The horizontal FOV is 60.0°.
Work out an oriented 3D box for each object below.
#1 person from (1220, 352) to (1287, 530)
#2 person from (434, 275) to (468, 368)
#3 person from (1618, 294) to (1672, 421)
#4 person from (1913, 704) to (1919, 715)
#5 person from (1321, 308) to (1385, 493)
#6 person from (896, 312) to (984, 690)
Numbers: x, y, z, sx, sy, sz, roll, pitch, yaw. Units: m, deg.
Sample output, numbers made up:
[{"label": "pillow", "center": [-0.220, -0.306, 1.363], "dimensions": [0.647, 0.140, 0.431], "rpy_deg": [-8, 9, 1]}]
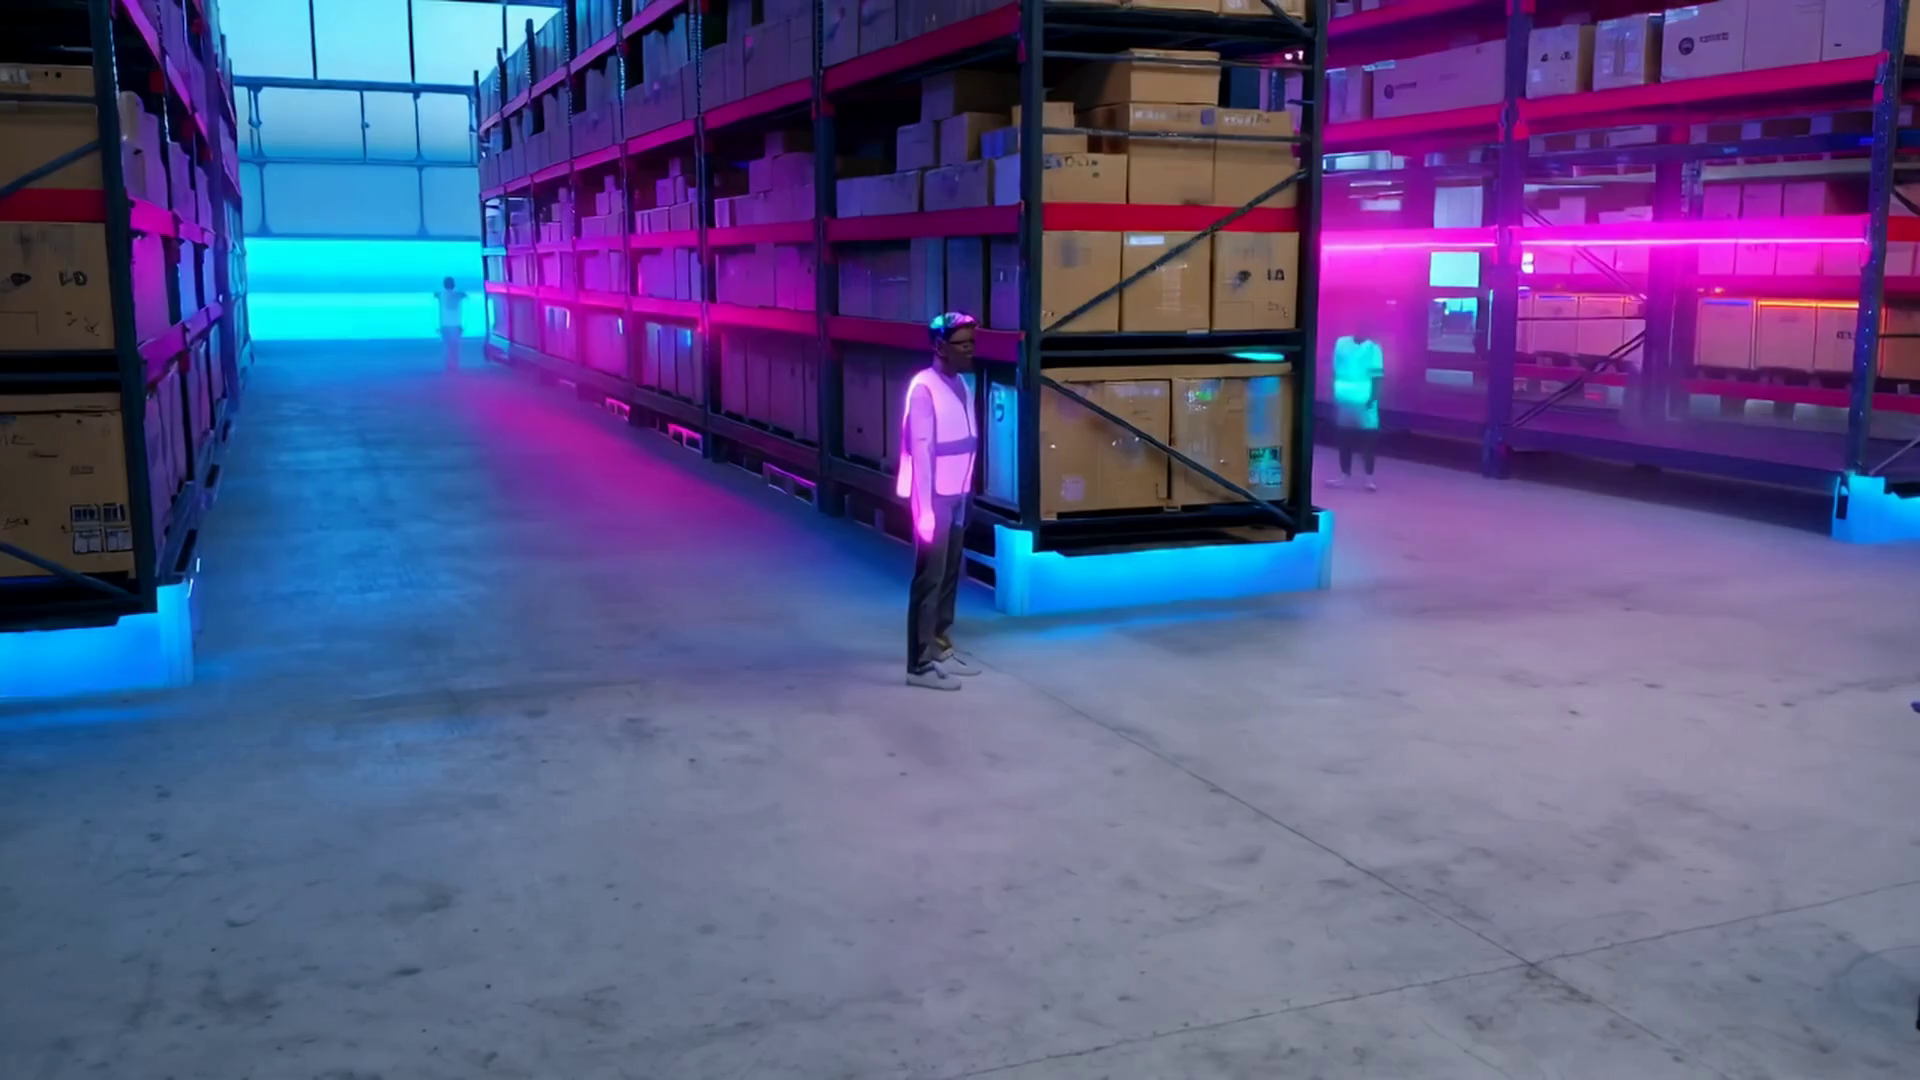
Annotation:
[{"label": "person", "center": [2.292, -1.008, 13.093], "dimensions": [0.598, 1.814, 0.673], "rpy_deg": [-3, 10, -19]}, {"label": "person", "center": [-9.920, -4.244, 32.437], "dimensions": [0.639, 1.821, 0.584], "rpy_deg": [-4, 10, -21]}, {"label": "person", "center": [7.920, -1.979, 19.190], "dimensions": [0.530, 1.720, 0.918], "rpy_deg": [-5, 11, -27]}, {"label": "person", "center": [4.645, -0.121, 7.537], "dimensions": [0.642, 1.900, 0.400], "rpy_deg": [-9, 13, -43]}, {"label": "person", "center": [3.553, -1.264, 15.071], "dimensions": [0.318, 1.668, 0.633], "rpy_deg": [-7, 12, -35]}, {"label": "person", "center": [-0.110, -0.196, 8.163], "dimensions": [0.381, 1.836, 0.564], "rpy_deg": [3, 10, 20]}]
